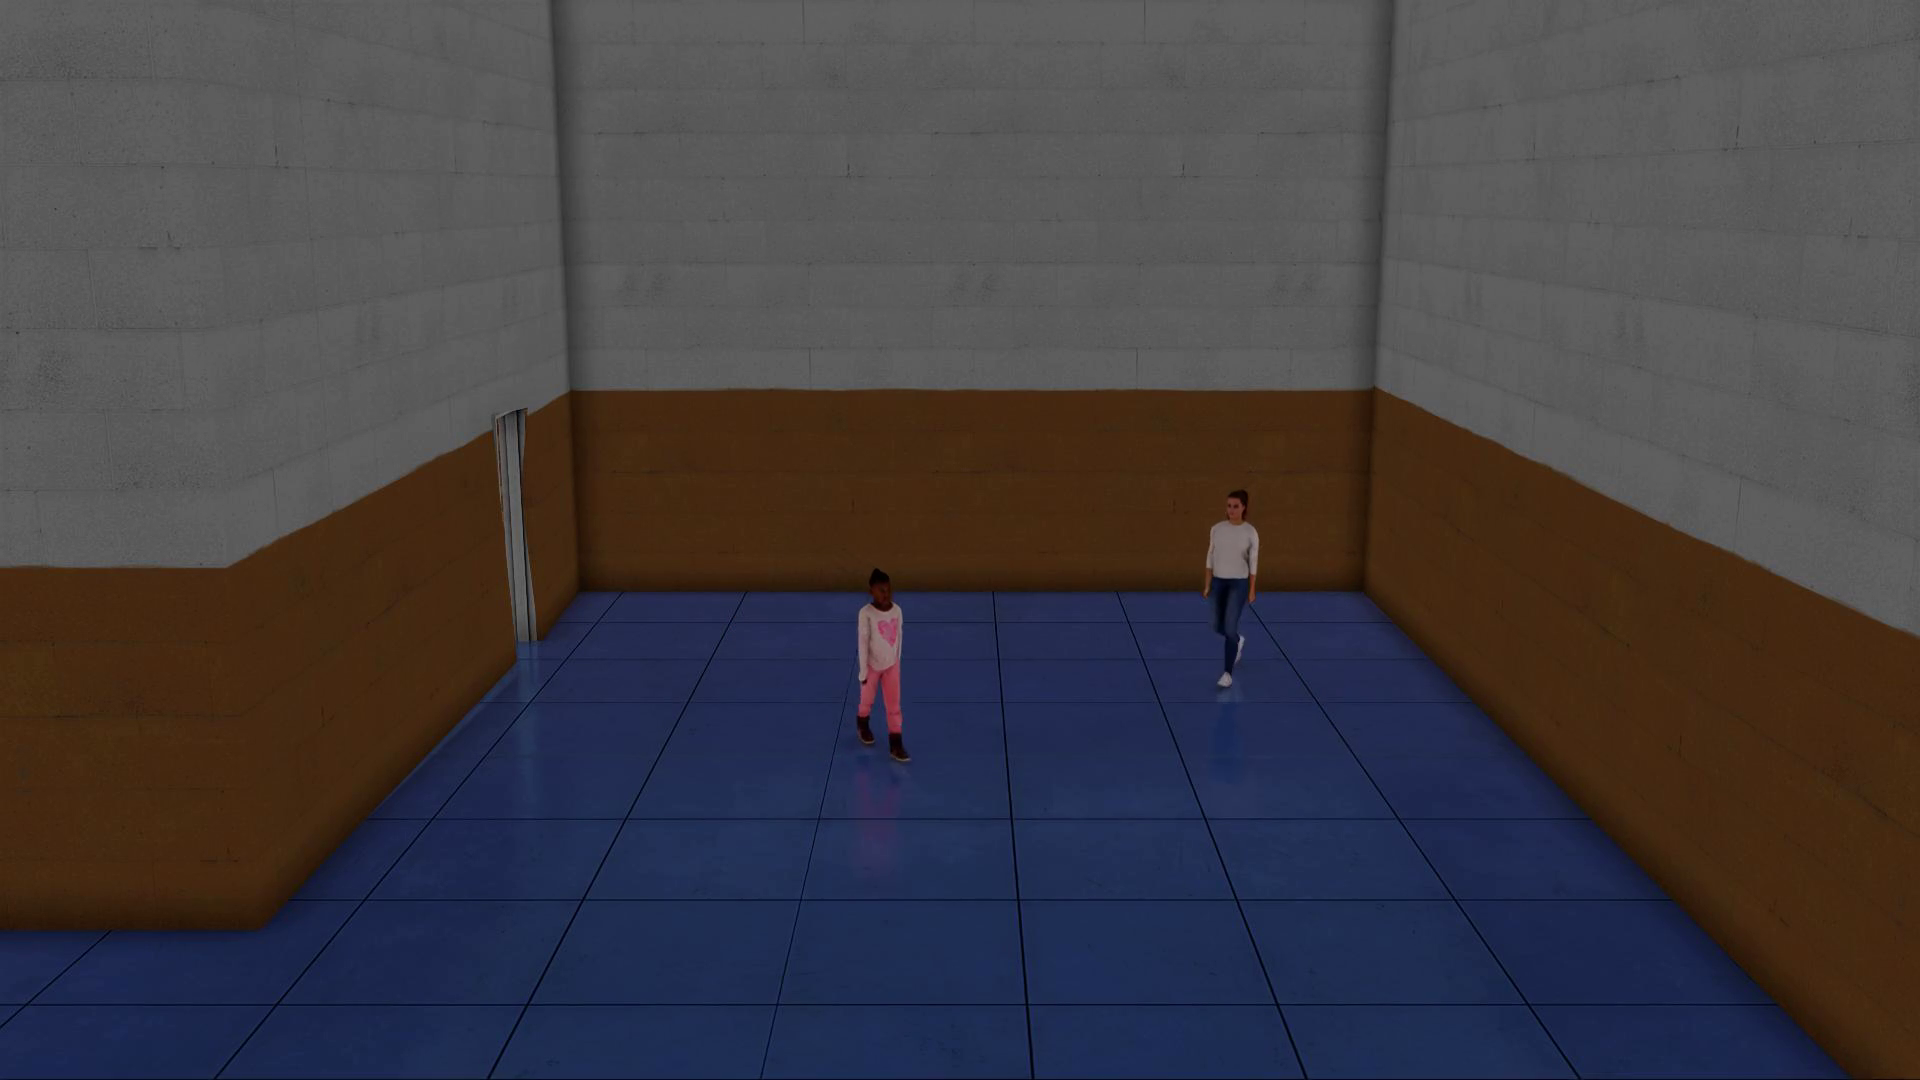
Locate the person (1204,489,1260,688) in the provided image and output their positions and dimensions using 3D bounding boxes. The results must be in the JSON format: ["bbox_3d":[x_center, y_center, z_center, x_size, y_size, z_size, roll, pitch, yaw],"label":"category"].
[{"bbox_3d":[2.388,0.404,14.545,1.014,1.700,0.997,8,14,32],"label":"person"}]

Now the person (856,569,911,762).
[{"bbox_3d":[-0.651,0.934,12.734,1.019,1.410,0.898,-6,13,-26],"label":"person"}]
